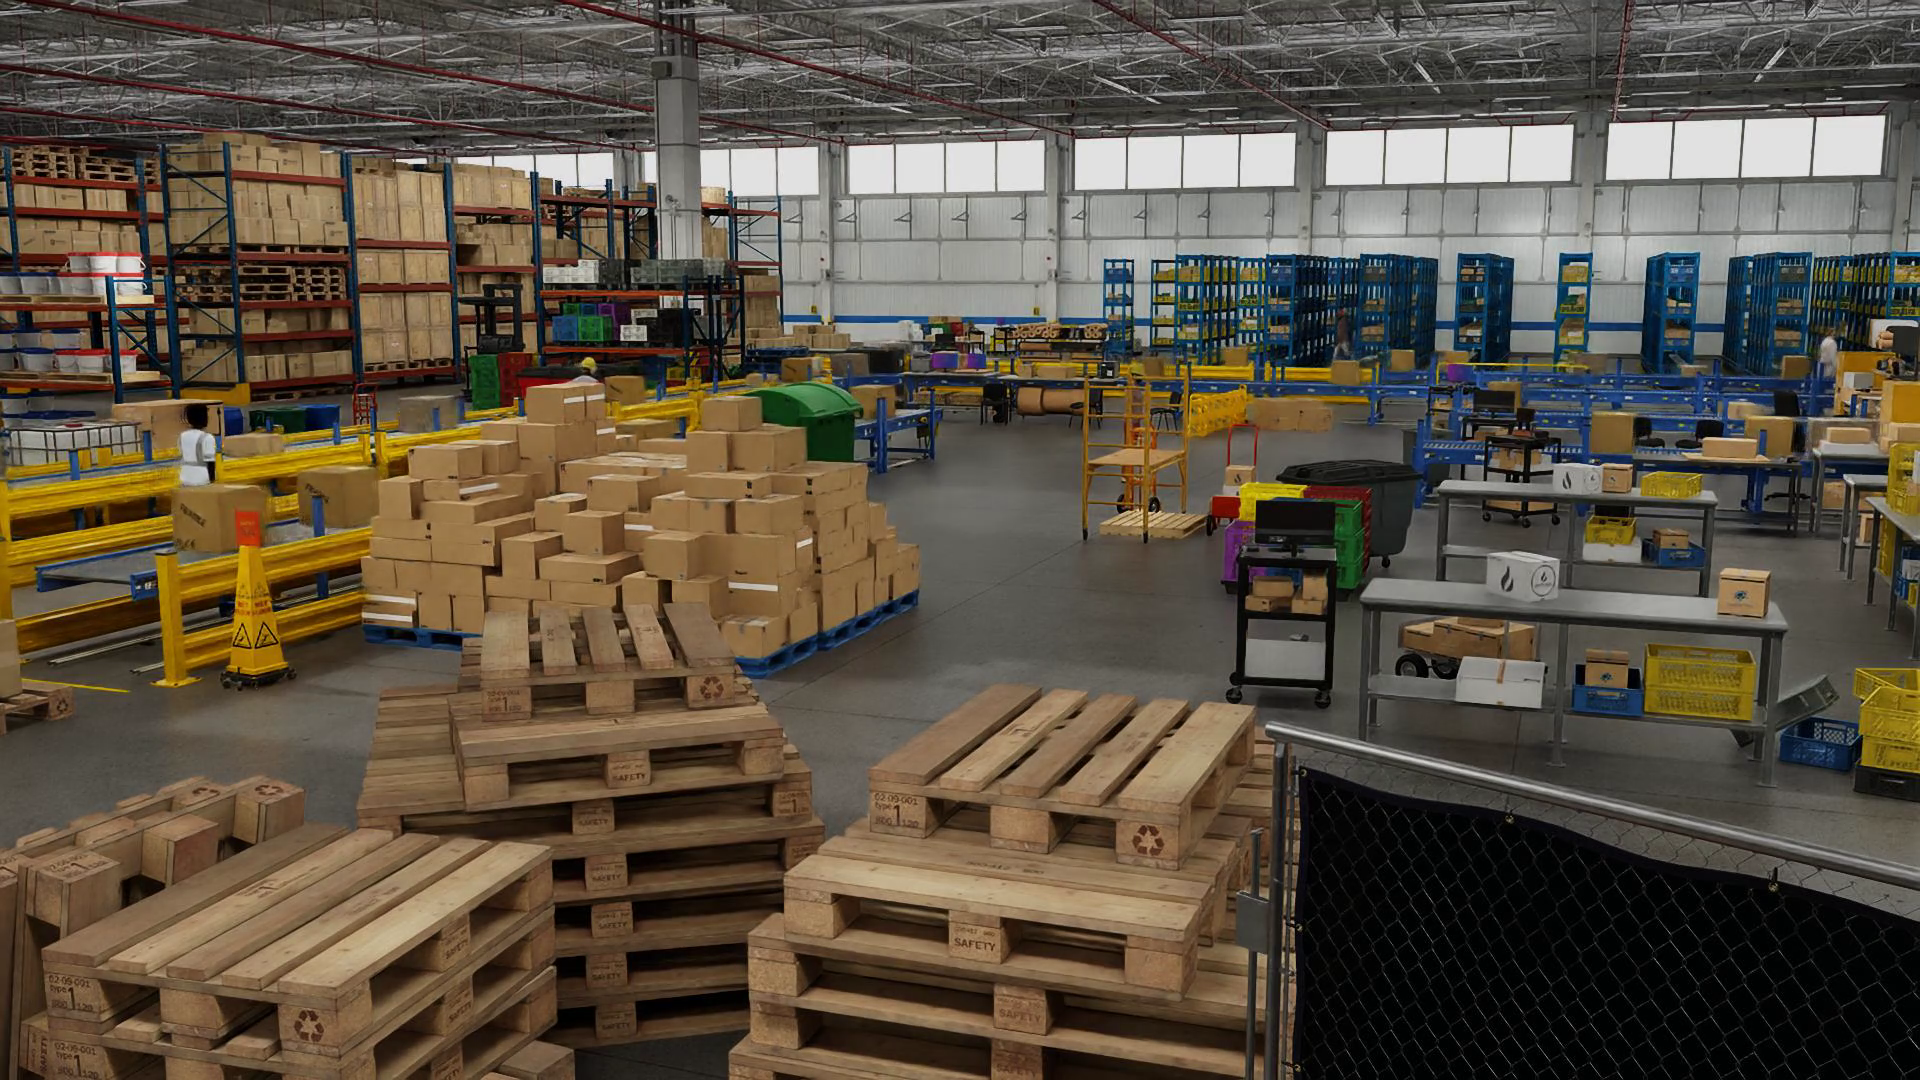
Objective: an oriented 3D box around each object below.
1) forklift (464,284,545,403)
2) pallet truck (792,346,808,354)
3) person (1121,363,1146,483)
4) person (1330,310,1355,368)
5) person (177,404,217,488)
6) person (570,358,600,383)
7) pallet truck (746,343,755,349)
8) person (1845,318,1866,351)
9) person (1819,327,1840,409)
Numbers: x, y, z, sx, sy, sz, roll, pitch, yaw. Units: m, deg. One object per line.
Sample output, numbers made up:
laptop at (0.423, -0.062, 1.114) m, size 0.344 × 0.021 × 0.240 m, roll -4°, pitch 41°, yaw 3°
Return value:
forklift at (-10.832, -4.702, 39.610) m, size 1.129 × 2.768 × 1.873 m, roll 3°, pitch 10°, yaw 20°
pallet truck at (-3.705, -4.298, 42.022) m, size 0.653 × 1.274 × 1.630 m, roll 3°, pitch 10°, yaw 20°
person at (2.557, -1.708, 24.324) m, size 0.332 × 1.760 × 0.531 m, roll 3°, pitch 10°, yaw 20°
person at (12.173, -6.316, 52.693) m, size 1.003 × 1.952 × 0.601 m, roll 0°, pitch 9°, yaw 2°
person at (-8.000, -0.619, 17.740) m, size 0.553 × 1.663 × 0.769 m, roll 4°, pitch 10°, yaw 25°
person at (-5.578, -1.859, 25.151) m, size 0.606 × 1.783 × 0.908 m, roll 4°, pitch 10°, yaw 23°
pallet truck at (-6.183, -4.618, 44.264) m, size 1.601 × 1.201 × 0.680 m, roll -9°, pitch 12°, yaw -43°
person at (25.119, -5.304, 46.643) m, size 0.569 × 1.839 × 0.374 m, roll 5°, pitch 10°, yaw 27°
person at (19.802, -3.892, 37.706) m, size 0.936 × 1.865 × 0.653 m, roll 4°, pitch 10°, yaw 22°
